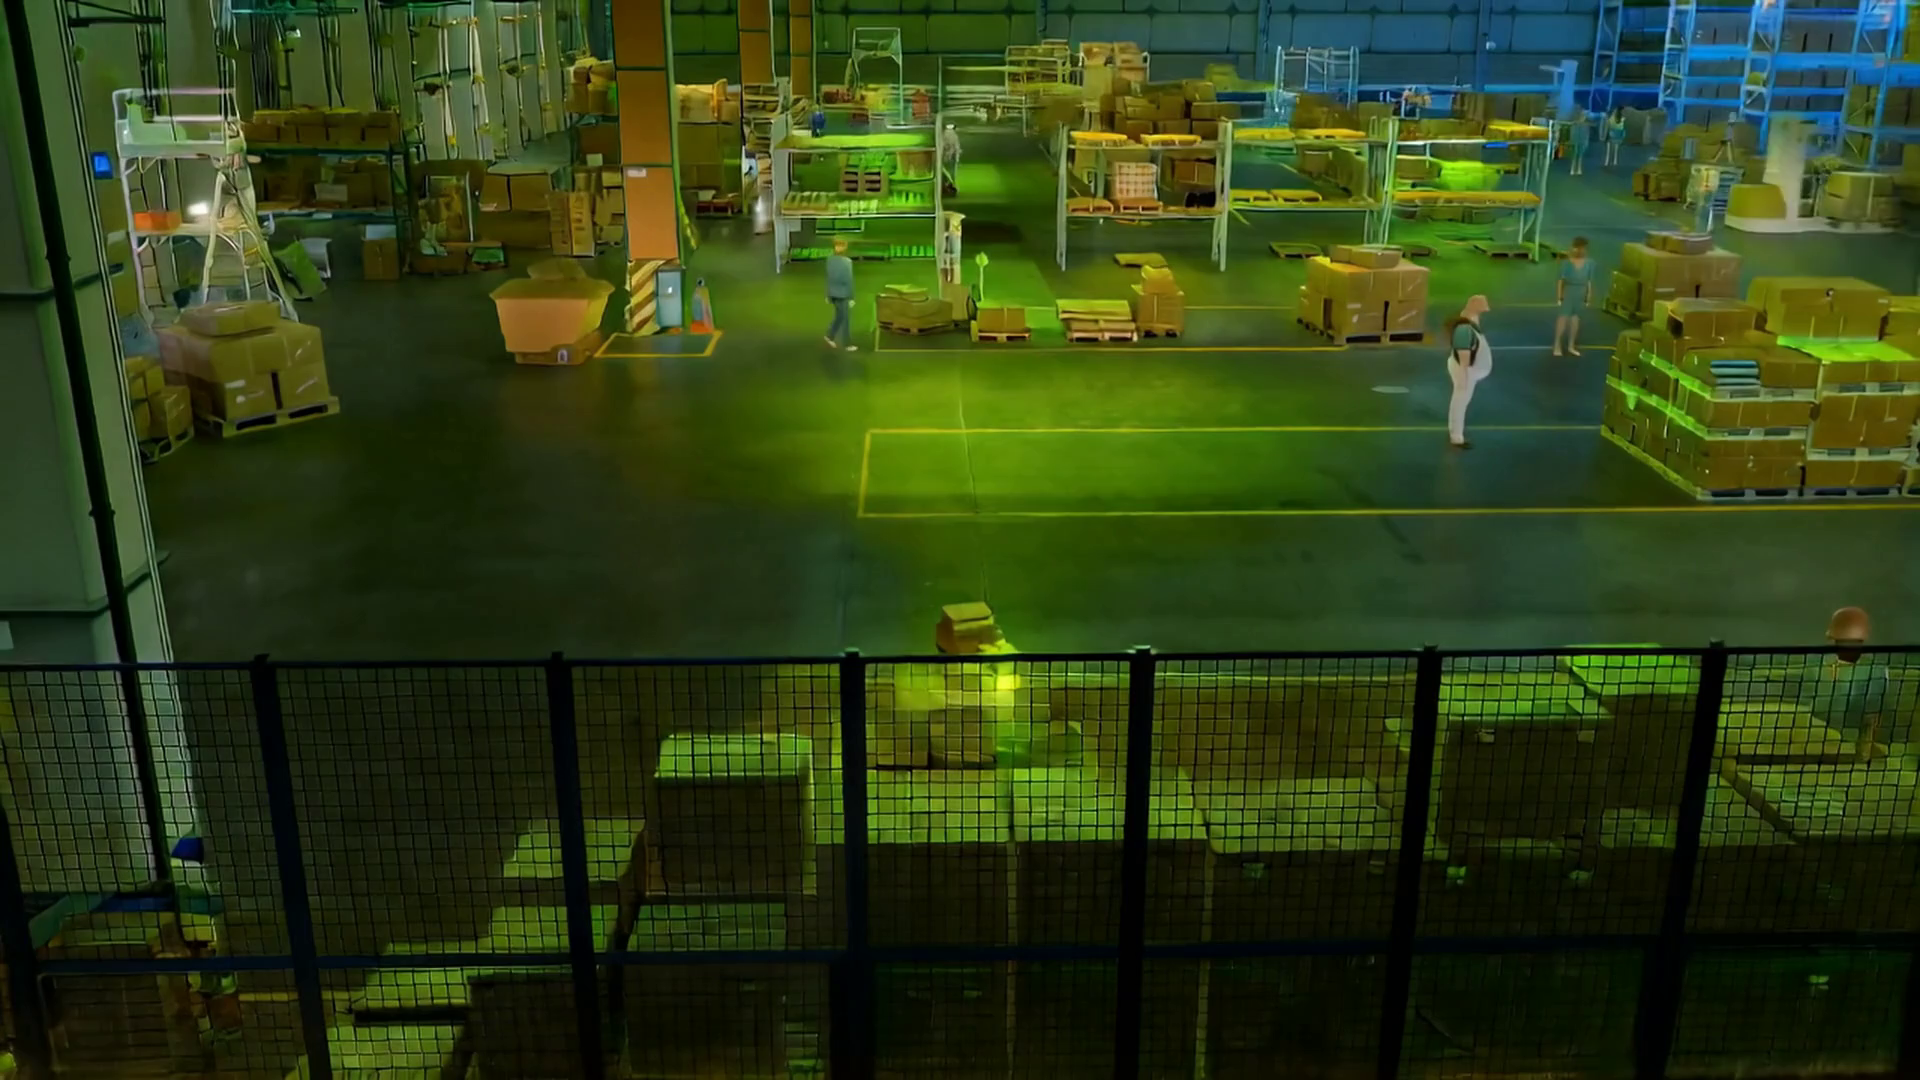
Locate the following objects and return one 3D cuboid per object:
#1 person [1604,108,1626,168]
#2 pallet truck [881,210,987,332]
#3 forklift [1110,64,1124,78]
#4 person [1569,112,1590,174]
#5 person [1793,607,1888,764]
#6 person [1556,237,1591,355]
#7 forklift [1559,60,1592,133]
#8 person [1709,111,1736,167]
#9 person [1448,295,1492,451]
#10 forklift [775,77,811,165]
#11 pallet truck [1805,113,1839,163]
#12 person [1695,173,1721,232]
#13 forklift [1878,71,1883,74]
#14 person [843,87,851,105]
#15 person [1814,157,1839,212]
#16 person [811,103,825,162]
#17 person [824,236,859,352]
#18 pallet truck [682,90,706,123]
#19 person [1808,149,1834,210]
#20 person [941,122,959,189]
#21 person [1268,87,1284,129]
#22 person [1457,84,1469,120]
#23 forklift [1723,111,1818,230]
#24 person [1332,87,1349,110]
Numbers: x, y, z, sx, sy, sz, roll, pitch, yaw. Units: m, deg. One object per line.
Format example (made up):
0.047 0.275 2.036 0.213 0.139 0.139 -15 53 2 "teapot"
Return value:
21.355 -13.123 54.282 0.596 1.918 0.385 5 19 15 "person"
-0.493 -4.759 29.349 1.885 1.965 0.823 -13 23 -34 "pallet truck"
5.890 -16.579 63.054 1.873 2.768 1.129 4 19 12 "forklift"
19.546 -12.526 52.479 0.362 1.939 0.635 -14 23 -35 "person"
5.896 1.365 11.274 0.547 1.938 0.359 17 25 41 "person"
9.996 -3.976 27.151 0.576 1.921 0.367 -4 19 -11 "person"
24.113 -17.613 66.121 1.873 2.768 1.129 -1 19 -2 "forklift"
25.125 -13.150 54.545 0.897 1.808 0.623 3 19 9 "person"
6.646 -2.201 21.693 0.536 2.000 0.682 5 19 16 "person"
-5.920 -13.893 55.085 1.873 2.768 1.129 -1 19 -1 "forklift"
26.403 -11.957 50.702 0.823 1.965 1.885 6 19 16 "pallet truck"
16.082 -6.934 35.877 0.394 1.958 0.599 1 19 2 "person"
32.120 -15.172 58.879 1.129 2.768 1.873 -1 19 -1 "forklift"
-4.623 -17.679 68.147 0.320 1.692 0.538 -6 19 -17 "person"
21.888 -8.846 42.049 0.532 1.622 0.444 6 20 17 "person"
-4.811 -13.774 56.197 0.587 1.930 0.363 15 23 37 "person"
-1.994 -4.063 27.478 0.437 1.882 0.634 -14 23 -35 "person"
-9.671 -15.907 62.421 0.823 1.965 1.885 5 19 15 "pallet truck"
22.748 -9.497 43.930 0.537 1.645 0.872 9 20 24 "person"
-0.320 -11.266 48.748 0.629 1.937 0.379 -14 23 -36 "person"
12.573 -16.935 65.642 0.829 1.886 0.645 -4 19 -13 "person"
20.069 -17.202 66.359 0.368 1.933 0.553 -10 21 -28 "person"
20.028 -9.057 40.740 1.873 2.768 1.129 -1 19 -2 "forklift"
14.760 -16.649 64.734 0.629 1.940 1.049 -8 20 -21 "person"
